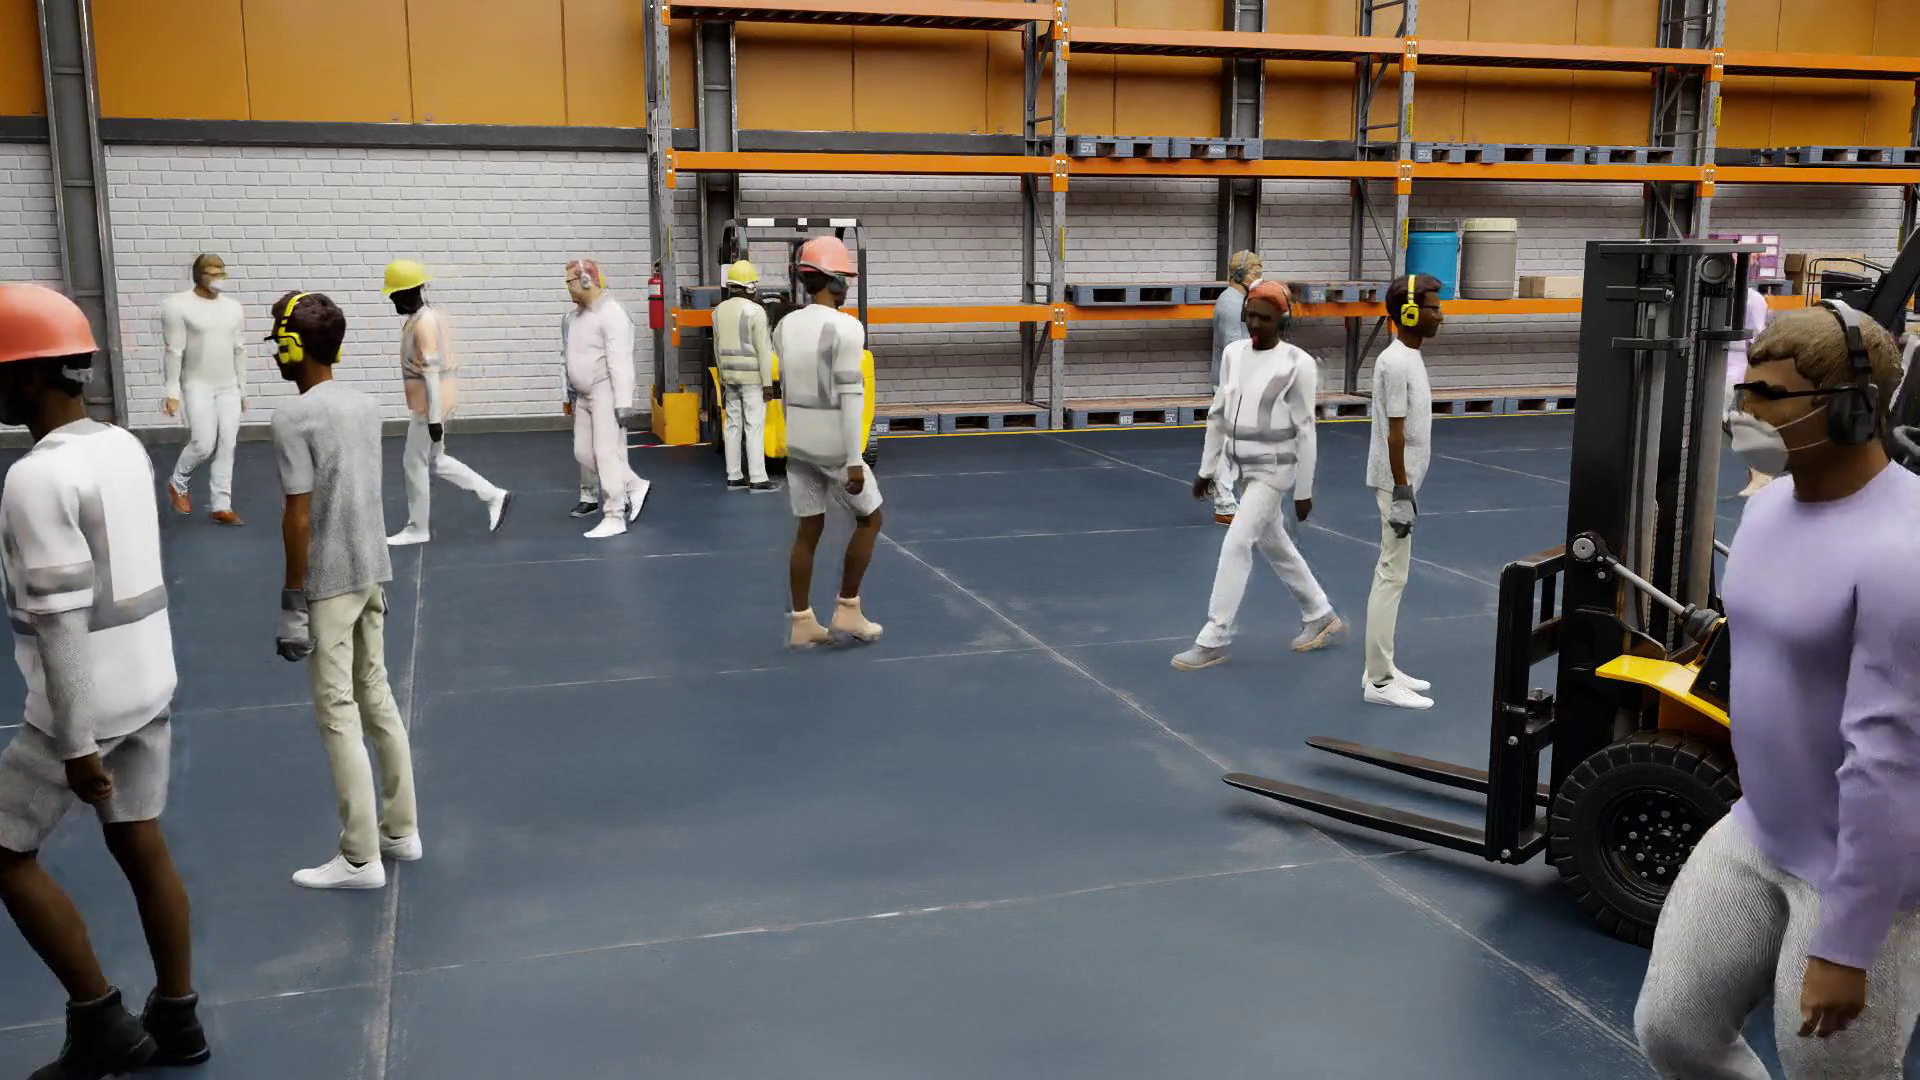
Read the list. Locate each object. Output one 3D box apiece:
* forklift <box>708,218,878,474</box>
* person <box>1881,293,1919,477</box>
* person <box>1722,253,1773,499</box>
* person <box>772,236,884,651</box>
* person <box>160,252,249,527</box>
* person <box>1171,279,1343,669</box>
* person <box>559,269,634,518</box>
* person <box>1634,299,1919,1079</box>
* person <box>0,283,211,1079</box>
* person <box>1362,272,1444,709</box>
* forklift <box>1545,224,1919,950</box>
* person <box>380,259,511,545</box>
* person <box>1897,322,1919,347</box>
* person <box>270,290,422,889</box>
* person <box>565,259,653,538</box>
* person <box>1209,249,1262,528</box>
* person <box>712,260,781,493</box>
[{"bbox_3d":[-1.522,-1.778,14.899,1.214,2.155,2.313,-3,11,-17],"label":"forklift"},{"bbox_3d":[4.606,-0.418,7.865,0.599,2.000,0.697,3,11,14],"label":"person"},{"bbox_3d":[5.871,-1.271,12.680,1.044,2.004,0.627,-2,11,-12],"label":"person"},{"bbox_3d":[-0.612,-0.464,8.171,0.637,2.019,0.647,10,14,43],"label":"person"},{"bbox_3d":[-5.305,-1.052,11.679,0.558,1.919,0.650,6,12,30],"label":"person"},{"bbox_3d":[1.479,-0.315,7.890,0.971,1.838,0.593,-5,12,-26],"label":"person"},{"bbox_3d":[-2.622,-1.057,11.965,0.592,1.826,0.403,3,11,18],"label":"person"},{"bbox_3d":[1.436,0.565,2.812,0.441,1.922,0.646,0,10,-2],"label":"person"},{"bbox_3d":[-2.074,0.368,3.909,0.510,1.919,0.553,0,10,1],"label":"person"},{"bbox_3d":[1.931,-0.216,7.221,0.329,1.874,0.508,3,11,14],"label":"person"},{"bbox_3d":[2.909,0.117,4.508,2.313,2.155,1.214,9,14,40],"label":"forklift"},{"bbox_3d":[-3.413,-0.897,10.929,0.771,1.880,0.641,-3,11,-16],"label":"person"},{"bbox_3d":[5.042,-0.357,8.779,0.876,1.590,0.539,-1,10,-3],"label":"person"},{"bbox_3d":[-1.947,0.161,5.199,0.347,1.862,0.513,2,11,13],"label":"person"},{"bbox_3d":[-2.389,-0.974,11.382,0.564,1.883,0.762,-8,13,-37],"label":"person"},{"bbox_3d":[1.935,-1.054,11.642,0.373,1.936,0.629,2,11,11],"label":"person"},{"bbox_3d":[-1.689,-1.289,13.201,0.590,1.837,0.404,9,13,39],"label":"person"}]
